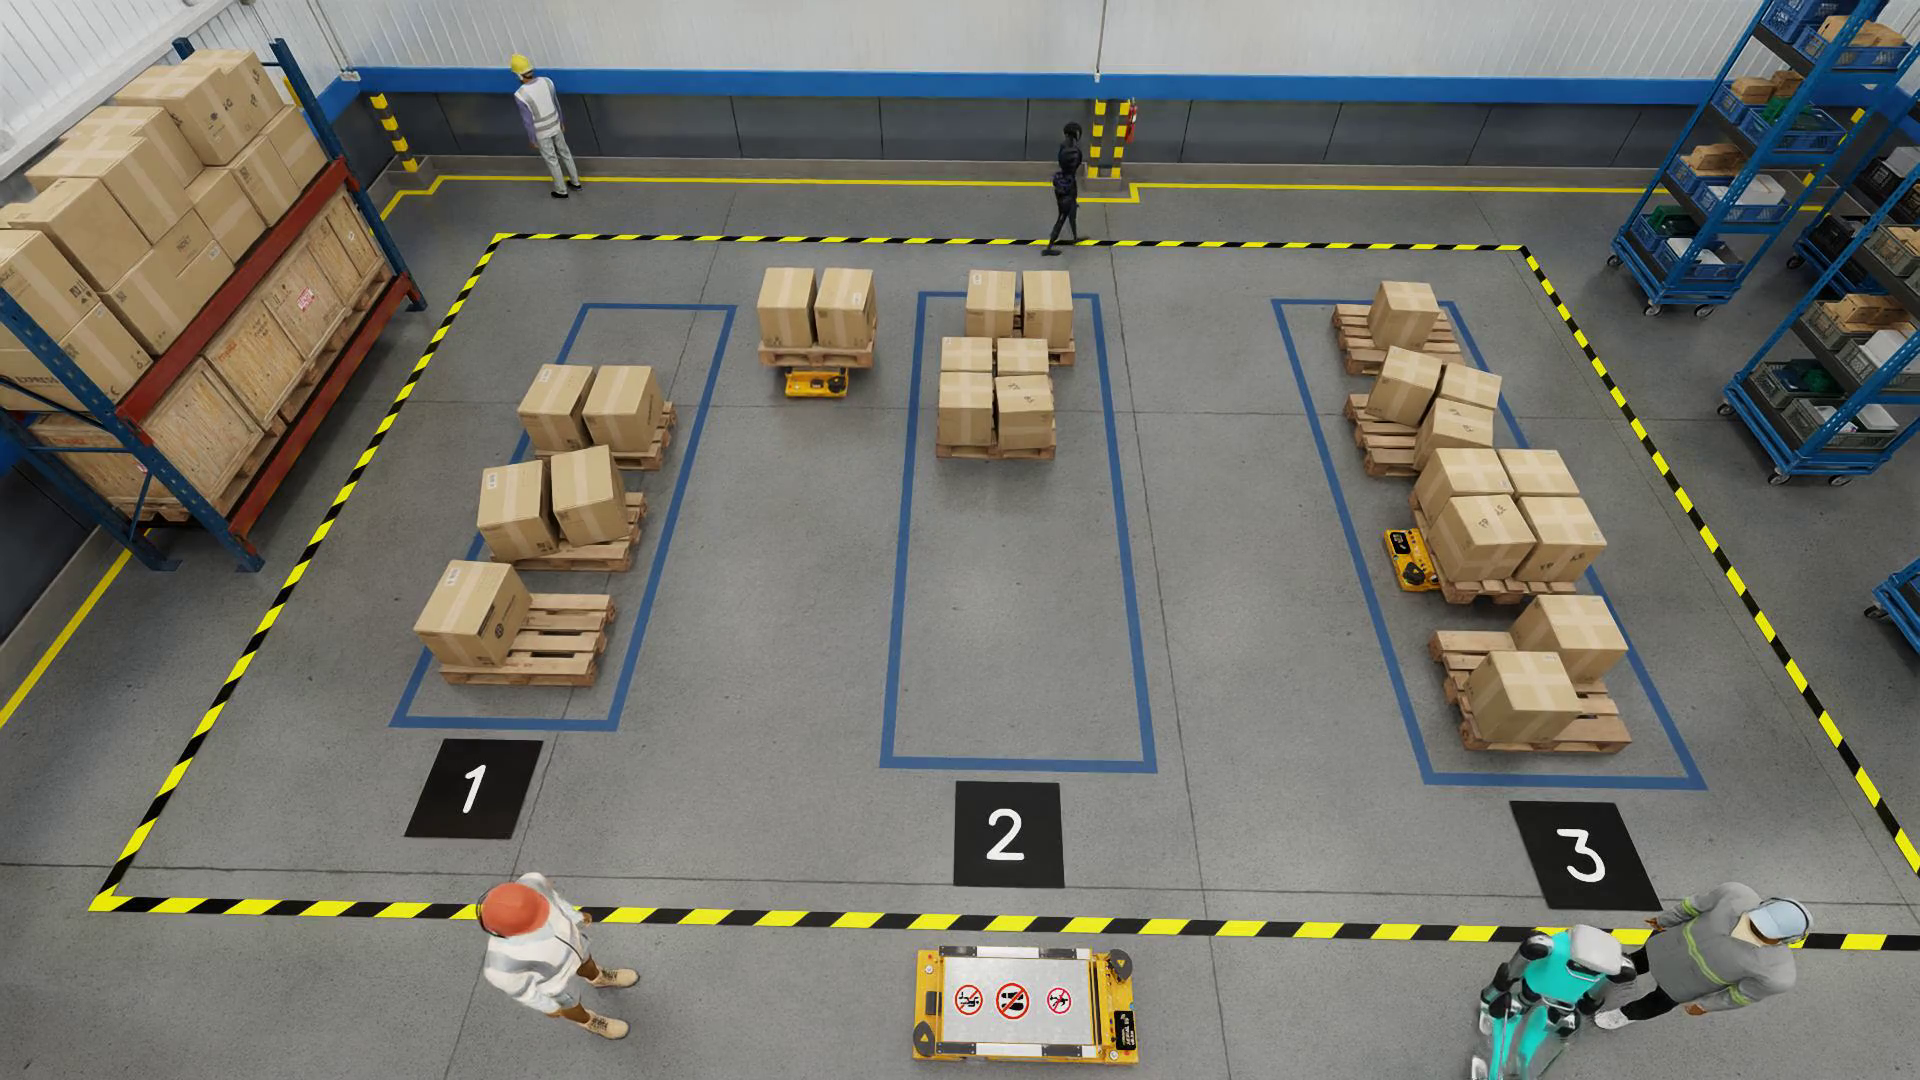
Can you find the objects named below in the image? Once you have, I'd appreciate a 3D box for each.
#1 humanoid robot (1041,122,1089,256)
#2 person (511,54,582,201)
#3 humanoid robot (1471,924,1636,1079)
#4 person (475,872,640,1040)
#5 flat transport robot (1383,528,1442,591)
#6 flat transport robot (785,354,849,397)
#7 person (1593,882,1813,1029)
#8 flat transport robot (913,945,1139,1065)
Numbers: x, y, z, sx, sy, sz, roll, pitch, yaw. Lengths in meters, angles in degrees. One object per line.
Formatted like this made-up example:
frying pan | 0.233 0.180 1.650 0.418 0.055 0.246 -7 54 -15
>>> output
humanoid robot | 1.344 -4.196 11.004 0.660 1.637 0.588 -7 51 -6
person | -5.341 -5.296 11.793 0.404 1.834 0.588 23 54 18
humanoid robot | 3.249 2.829 5.223 0.552 1.743 0.893 13 52 11
person | -2.324 2.443 5.357 0.388 2.034 0.605 1 51 1
flat transport robot | 4.689 0.155 8.342 1.431 0.197 0.652 1 51 1
flat transport robot | -1.532 -2.147 10.218 0.652 0.197 1.431 1 51 1
person | 4.321 2.489 5.435 0.367 1.852 0.593 -1 51 -1
flat transport robot | 0.422 3.041 6.007 1.431 0.231 0.659 1 51 1
